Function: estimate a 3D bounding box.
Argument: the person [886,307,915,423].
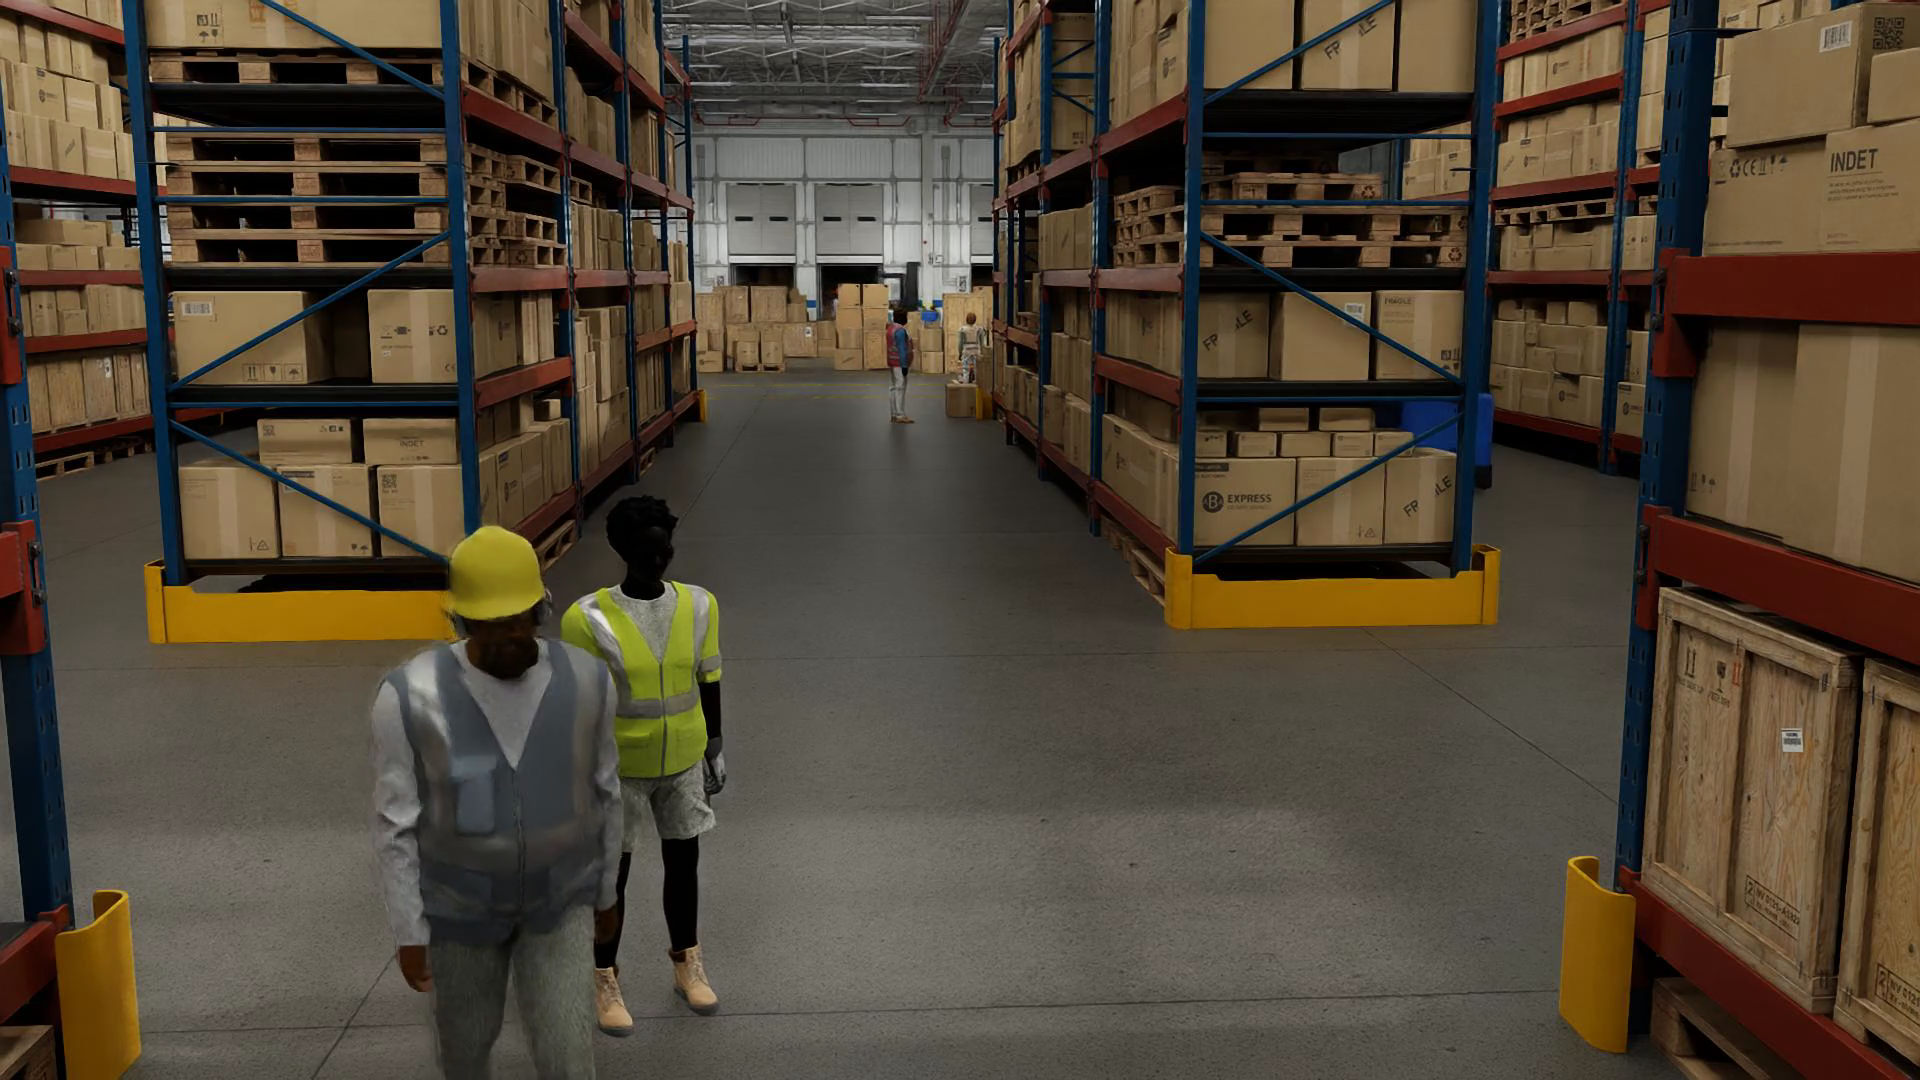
[{"bbox_3d":[-0.952,-2.785,26.569,0.429,1.844,0.627,-3,10,-19],"label":"person"}]

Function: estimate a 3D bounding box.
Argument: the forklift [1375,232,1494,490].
[{"bbox_3d":[5.141,-2.017,18.495,1.129,2.768,1.873,-1,9,-4],"label":"forklift"}]

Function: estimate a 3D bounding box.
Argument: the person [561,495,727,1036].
[{"bbox_3d":[-0.980,0.693,5.211,0.536,1.692,0.319,-6,11,-33],"label":"person"}]

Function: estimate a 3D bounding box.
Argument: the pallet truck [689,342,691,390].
[{"bbox_3d":[-5.225,-3.008,27.480,1.885,1.965,0.823,2,9,14],"label":"pallet truck"}]

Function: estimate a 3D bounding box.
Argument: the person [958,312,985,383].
[{"bbox_3d":[0.220,-3.585,32.225,0.515,1.641,0.308,0,9,-2],"label":"person"}]

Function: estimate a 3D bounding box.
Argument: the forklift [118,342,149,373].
[{"bbox_3d":[-15.691,-4.010,31.011,1.129,2.768,1.873,-1,9,-4],"label":"forklift"}]

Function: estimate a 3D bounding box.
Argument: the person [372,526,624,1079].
[{"bbox_3d":[-1.117,0.831,4.054,0.595,1.799,0.850,-4,10,-24],"label":"person"}]

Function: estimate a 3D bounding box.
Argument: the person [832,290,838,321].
[{"bbox_3d":[-4.066,-7.566,56.407,0.781,1.901,0.555,5,10,30],"label":"person"}]

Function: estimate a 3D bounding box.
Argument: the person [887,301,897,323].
[{"bbox_3d":[-1.894,-5.855,46.501,0.309,1.634,0.513,1,9,8],"label":"person"}]

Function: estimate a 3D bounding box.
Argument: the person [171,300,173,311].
[{"bbox_3d":[-25.837,-7.339,55.049,0.613,1.872,0.875,-1,9,-5],"label":"person"}]

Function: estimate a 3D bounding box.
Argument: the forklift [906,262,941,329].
[{"bbox_3d":[-1.636,-8.344,58.222,1.873,2.768,1.129,1,9,8],"label":"forklift"}]
